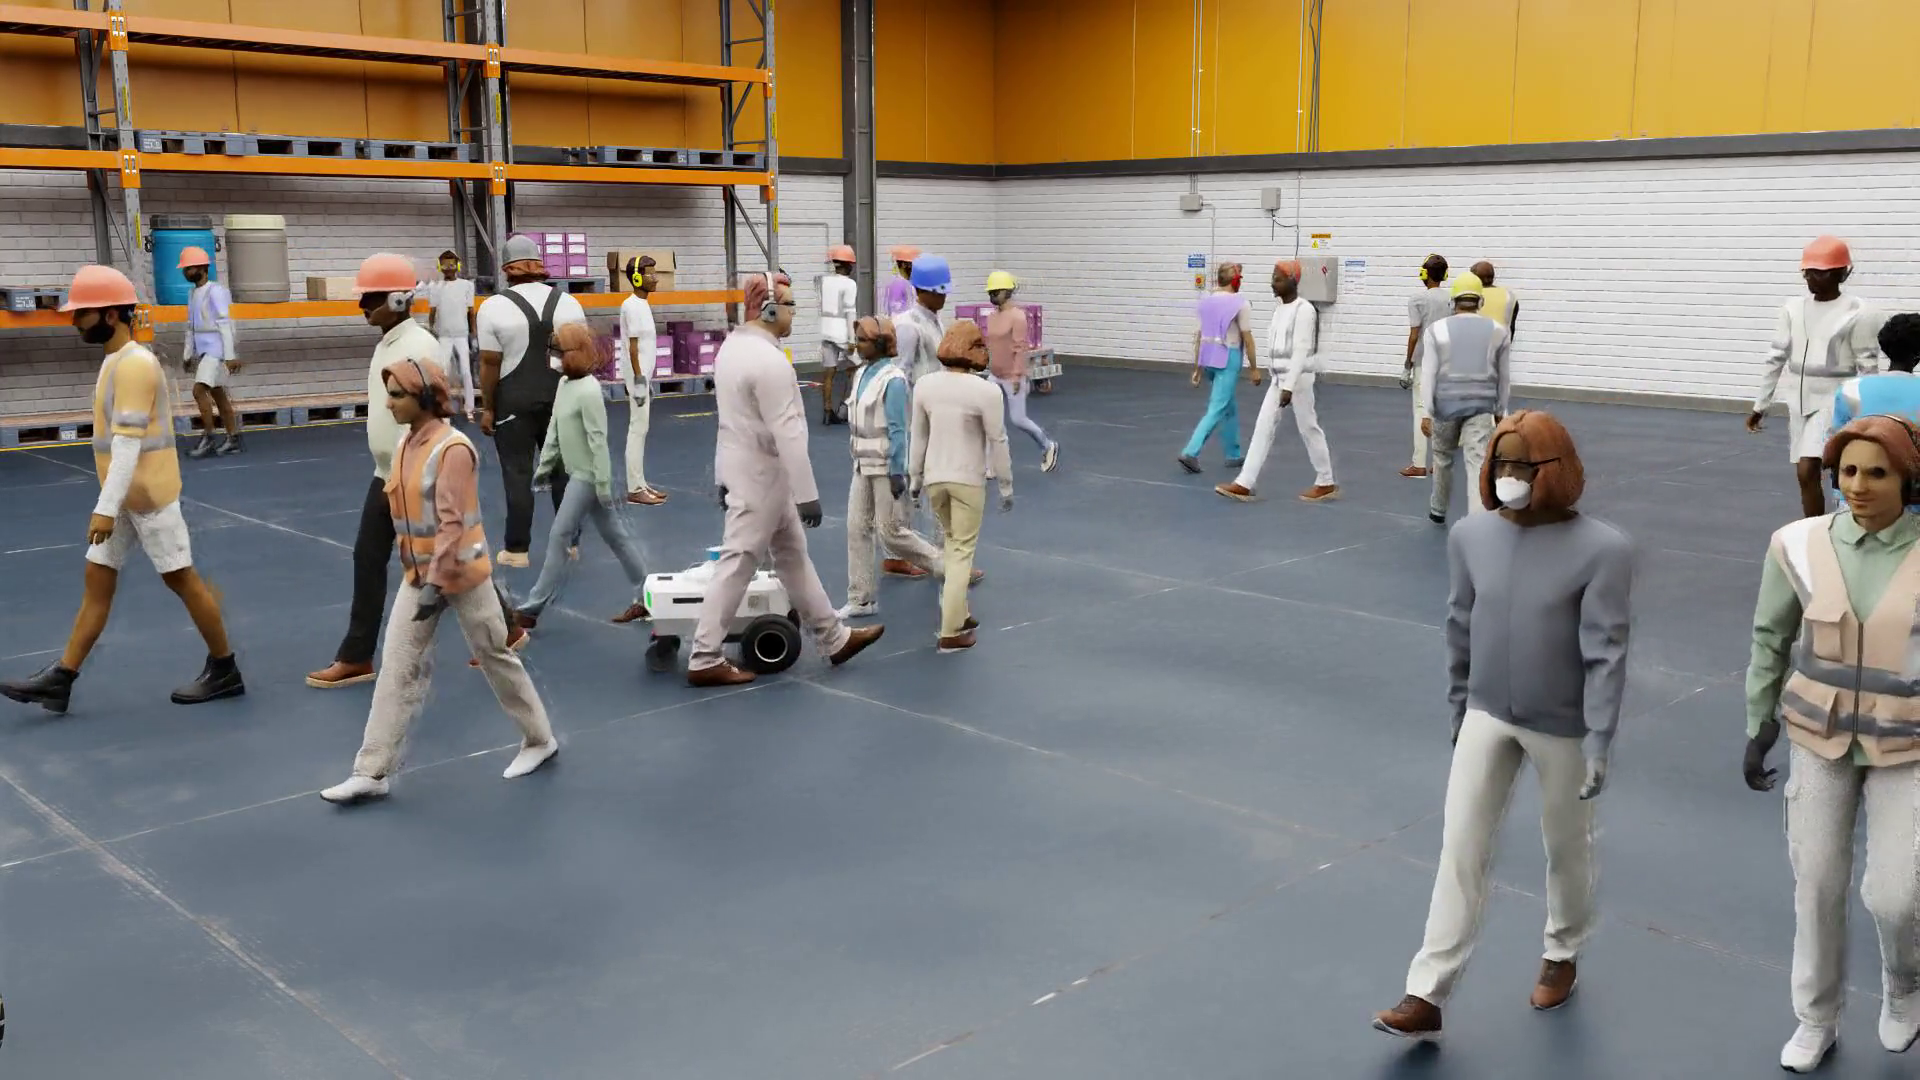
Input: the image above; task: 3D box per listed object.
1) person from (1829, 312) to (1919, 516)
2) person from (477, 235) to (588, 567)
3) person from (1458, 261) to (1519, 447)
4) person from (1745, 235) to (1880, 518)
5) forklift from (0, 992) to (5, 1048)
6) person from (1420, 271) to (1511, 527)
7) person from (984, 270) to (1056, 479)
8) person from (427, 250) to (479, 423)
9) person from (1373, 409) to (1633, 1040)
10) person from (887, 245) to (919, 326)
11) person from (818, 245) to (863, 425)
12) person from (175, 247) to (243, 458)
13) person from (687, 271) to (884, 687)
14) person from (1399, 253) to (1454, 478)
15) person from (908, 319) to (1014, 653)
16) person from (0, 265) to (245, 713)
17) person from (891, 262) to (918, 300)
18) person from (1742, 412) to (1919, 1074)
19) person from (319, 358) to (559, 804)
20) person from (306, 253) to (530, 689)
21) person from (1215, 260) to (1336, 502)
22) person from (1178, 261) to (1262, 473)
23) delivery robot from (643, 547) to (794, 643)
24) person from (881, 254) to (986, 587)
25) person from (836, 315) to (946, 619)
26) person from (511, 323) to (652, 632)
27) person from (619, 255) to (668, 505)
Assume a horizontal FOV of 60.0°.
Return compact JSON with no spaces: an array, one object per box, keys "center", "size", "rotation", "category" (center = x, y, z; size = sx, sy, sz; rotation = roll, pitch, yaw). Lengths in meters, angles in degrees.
[{"center":[4.291,-0.205,7.667],"size":[0.542,1.672,0.688],"rotation":[8,13,38],"category":"person"},{"center":[-2.654,-0.859,10.231],"size":[0.676,2.000,0.536],"rotation":[-7,13,-35],"category":"person"},{"center":[4.916,-1.713,15.589],"size":[0.608,1.792,0.984],"rotation":[0,10,0],"category":"person"},{"center":[5.031,-0.779,9.856],"size":[0.700,2.016,0.623],"rotation":[-4,11,-21],"category":"person"},{"center":[-3.245,0.323,3.363],"size":[2.313,2.155,1.214],"rotation":[2,11,13],"category":"forklift"},{"center":[3.394,-0.905,11.192],"size":[0.613,1.788,0.938],"rotation":[1,10,6],"category":"person"},{"center":[0.436,-1.369,13.817],"size":[0.740,1.742,0.525],"rotation":[-8,13,-38],"category":"person"},{"center":[-5.473,-2.184,17.968],"size":[0.516,1.856,0.317],"rotation":[-2,11,-13],"category":"person"},{"center":[1.393,0.478,4.155],"size":[0.519,1.589,0.836],"rotation":[9,14,42],"category":"person"},{"center":[-0.504,-2.206,17.923],"size":[0.771,1.910,0.563],"rotation":[0,10,0],"category":"person"},{"center":[-1.289,-2.175,17.747],"size":[0.561,1.917,0.482],"rotation":[8,13,39],"category":"person"},{"center":[-6.925,-1.699,15.142],"size":[0.587,1.909,0.729],"rotation":[9,14,42],"category":"person"},{"center":[-0.802,-0.270,7.511],"size":[1.000,1.850,0.676],"rotation":[-4,11,-20],"category":"person"},{"center":[3.925,-1.448,13.909],"size":[0.535,1.869,0.312],"rotation":[-3,11,-18],"category":"person"},{"center":[0.043,-0.276,8.212],"size":[0.519,1.611,0.624],"rotation":[7,12,33],"category":"person"},{"center":[-3.557,-0.191,6.978],"size":[0.989,1.884,0.562],"rotation":[-8,13,-35],"category":"person"},{"center":[-0.681,-2.431,19.598],"size":[0.697,1.739,0.523],"rotation":[-2,11,-8],"category":"person"},{"center":[2.152,0.502,3.939],"size":[0.560,1.619,0.386],"rotation":[10,14,43],"category":"person"},{"center":[-1.872,0.141,6.022],"size":[0.514,1.589,0.893],"rotation":[9,14,40],"category":"person"},{"center":[-2.471,-0.323,7.569],"size":[0.990,1.953,0.609],"rotation":[-10,14,-42],"category":"person"},{"center":[2.459,-1.183,12.558],"size":[0.991,1.831,0.593],"rotation":[-3,11,-17],"category":"person"},{"center":[2.211,-1.482,14.282],"size":[0.934,1.808,0.558],"rotation":[-6,12,-30],"category":"person"},{"center":[-1.129,0.275,7.841],"size":[0.707,0.478,0.477],"rotation":[-1,10,-6],"category":"delivery robot"},{"center":[-0.125,-0.681,9.603],"size":[0.793,1.900,0.640],"rotation":[1,10,7],"category":"person"},{"center":[-0.353,-0.374,8.755],"size":[0.646,1.623,0.520],"rotation":[-5,12,-26],"category":"person"},{"center":[-1.960,-0.310,8.488],"size":[0.903,1.579,0.505],"rotation":[-4,11,-21],"category":"person"},{"center":[-2.401,-1.207,12.603],"size":[0.336,1.868,0.521],"rotation":[-1,10,-3],"category":"person"}]
